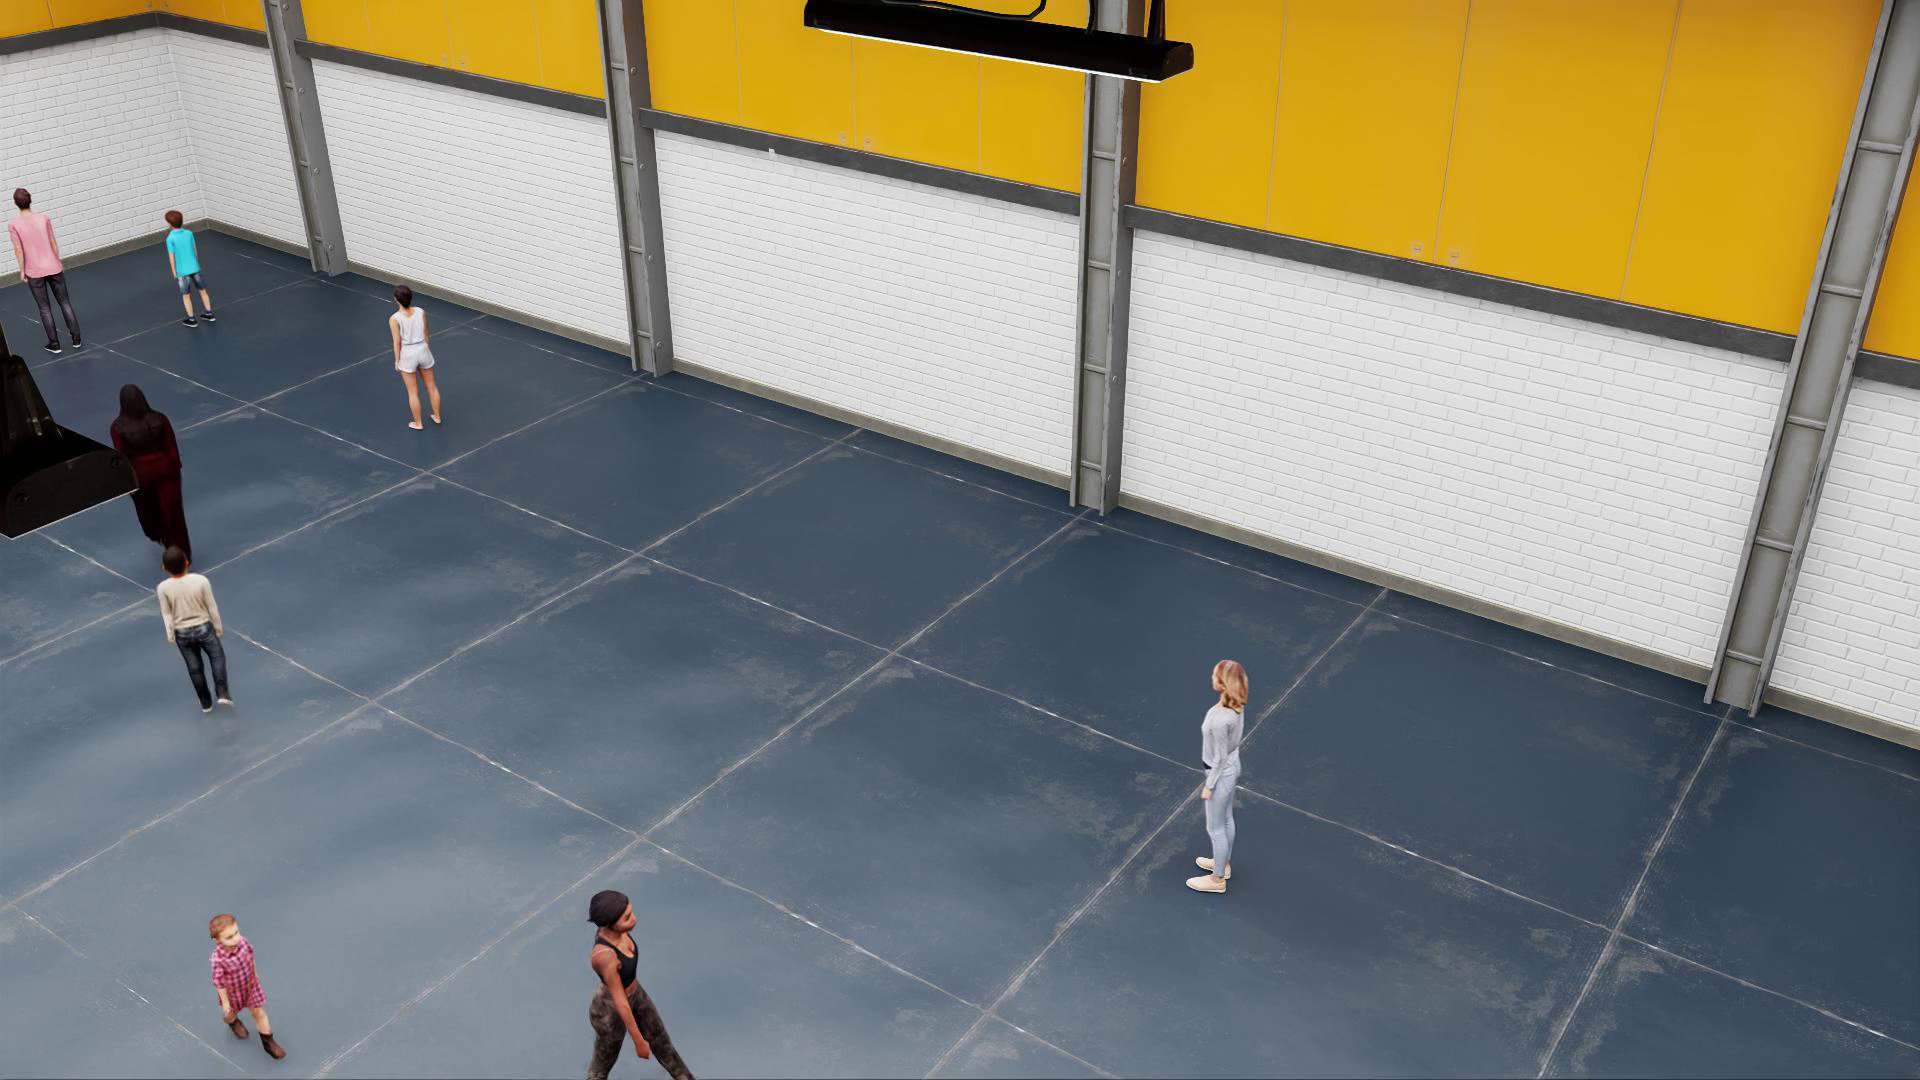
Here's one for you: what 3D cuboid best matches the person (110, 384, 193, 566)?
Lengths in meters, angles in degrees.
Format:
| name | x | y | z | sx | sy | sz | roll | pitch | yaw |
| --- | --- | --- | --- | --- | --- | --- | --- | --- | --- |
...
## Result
| name | x | y | z | sx | sy | sz | roll | pitch | yaw |
| --- | --- | --- | --- | --- | --- | --- | --- | --- | --- |
| person | -7.242 | -0.526 | 14.978 | 0.951 | 1.708 | 1.226 | -17 | 33 | -29 |

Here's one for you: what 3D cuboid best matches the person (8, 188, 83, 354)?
| name | x | y | z | sx | sy | sz | roll | pitch | yaw |
| --- | --- | --- | --- | --- | --- | --- | --- | --- | --- |
| person | -10.792 | -3.176 | 19.574 | 0.674 | 1.959 | 0.617 | -24 | 37 | -37 |

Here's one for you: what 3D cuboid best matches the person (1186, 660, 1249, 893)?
| name | x | y | z | sx | sy | sz | roll | pitch | yaw |
| --- | --- | --- | --- | --- | --- | --- | --- | --- | --- |
| person | 1.734 | 1.566 | 11.051 | 0.562 | 1.796 | 0.628 | 12 | 31 | 20 |

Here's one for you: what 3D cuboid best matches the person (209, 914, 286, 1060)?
| name | x | y | z | sx | sy | sz | roll | pitch | yaw |
| --- | --- | --- | --- | --- | --- | --- | --- | --- | --- |
| person | -4.328 | 2.628 | 9.919 | 0.717 | 1.015 | 0.425 | 19 | 34 | 31 |

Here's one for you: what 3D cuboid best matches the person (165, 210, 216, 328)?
| name | x | y | z | sx | sy | sz | roll | pitch | yaw |
| --- | --- | --- | --- | --- | --- | --- | --- | --- | --- |
| person | -9.488 | -3.347 | 20.423 | 0.472 | 1.446 | 0.524 | 19 | 34 | 31 |

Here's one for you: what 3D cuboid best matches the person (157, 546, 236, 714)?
| name | x | y | z | sx | sy | sz | roll | pitch | yaw |
| --- | --- | --- | --- | --- | --- | --- | --- | --- | --- |
| person | -5.946 | 0.740 | 12.921 | 0.696 | 1.454 | 0.778 | -15 | 32 | -25 |

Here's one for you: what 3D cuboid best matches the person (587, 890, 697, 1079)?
| name | x | y | z | sx | sy | sz | roll | pitch | yaw |
| --- | --- | --- | --- | --- | --- | --- | --- | --- | --- |
| person | -1.979 | 2.627 | 9.241 | 1.150 | 1.666 | 0.982 | 0 | 29 | 1 |

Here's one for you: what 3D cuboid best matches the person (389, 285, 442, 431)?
| name | x | y | z | sx | sy | sz | roll | pitch | yaw |
| --- | --- | --- | --- | --- | --- | --- | --- | --- | --- |
| person | -5.806 | -1.953 | 17.705 | 0.614 | 1.601 | 0.614 | -24 | 37 | -36 |
